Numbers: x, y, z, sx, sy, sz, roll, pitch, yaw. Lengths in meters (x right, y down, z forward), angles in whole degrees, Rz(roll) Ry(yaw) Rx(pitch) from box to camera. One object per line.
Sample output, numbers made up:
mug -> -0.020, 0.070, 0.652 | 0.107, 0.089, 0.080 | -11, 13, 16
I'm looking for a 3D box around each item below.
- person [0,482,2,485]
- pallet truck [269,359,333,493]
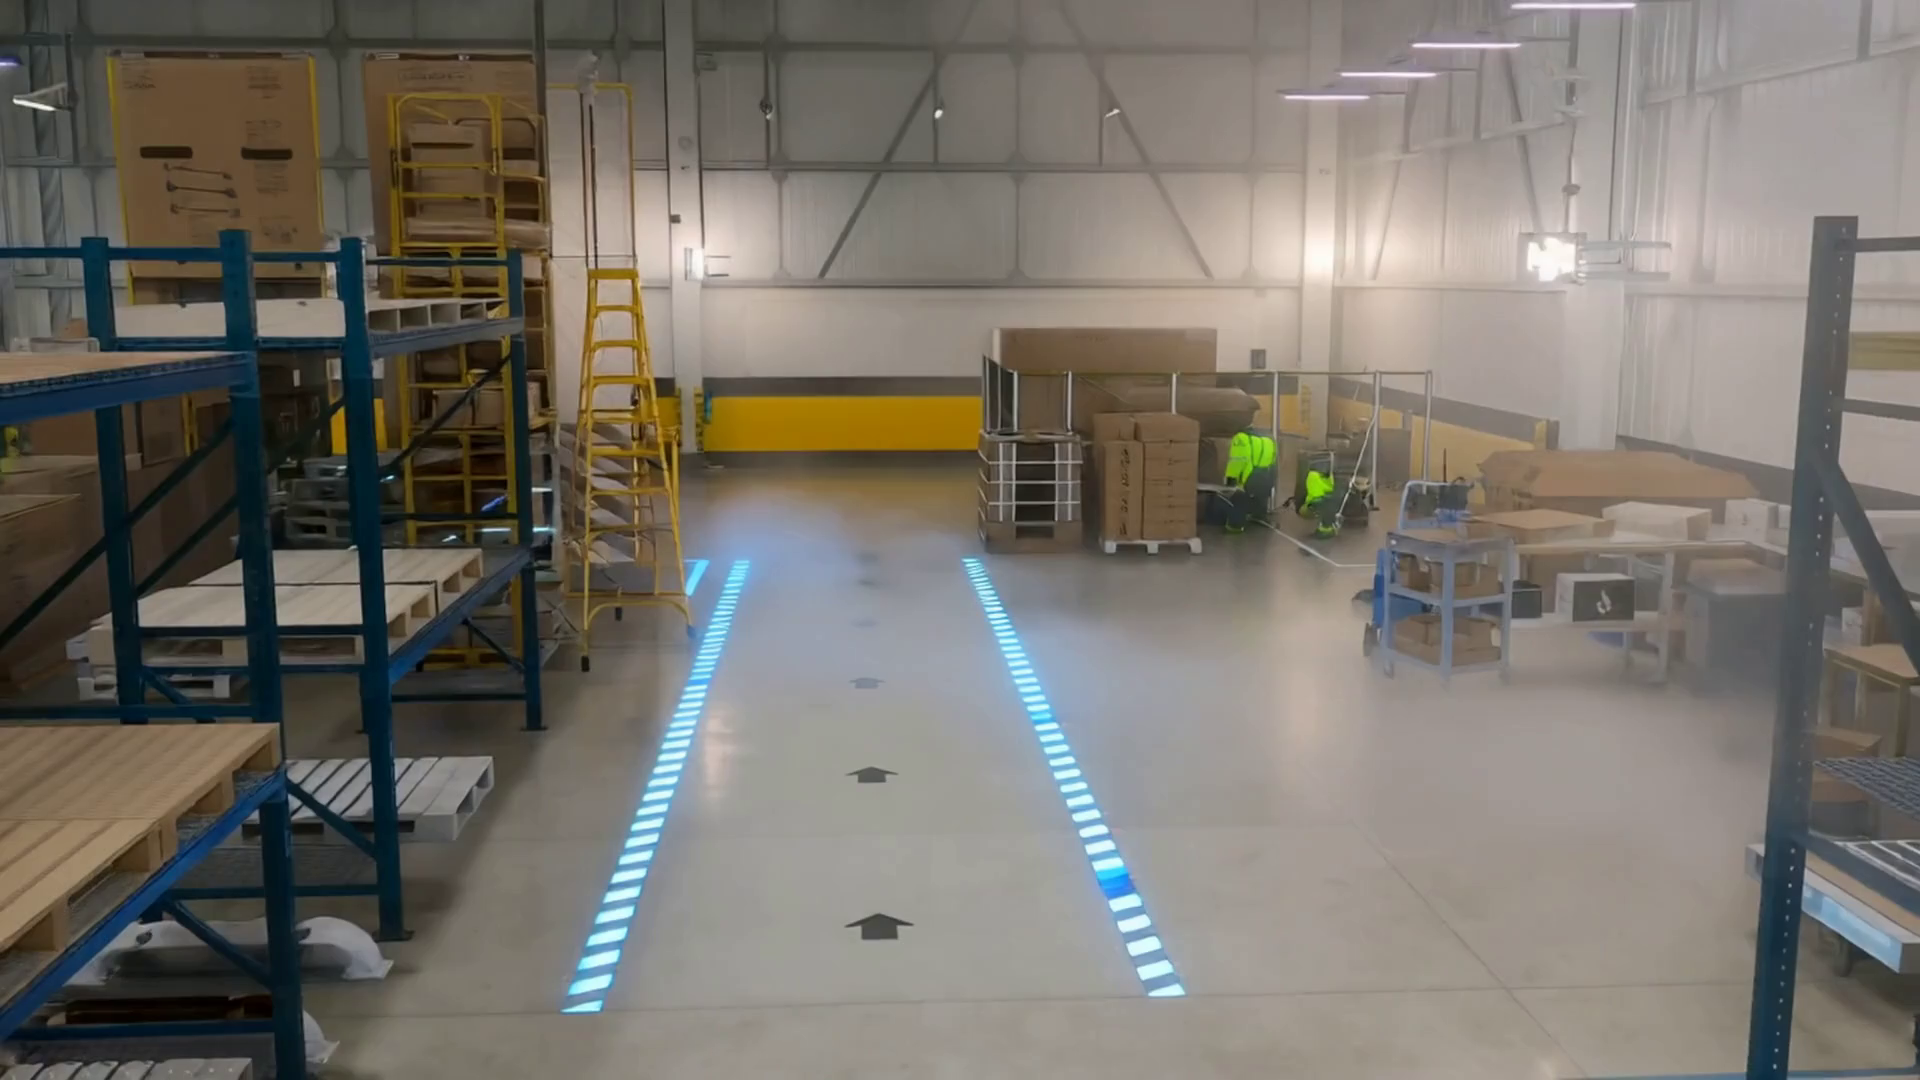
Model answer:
person -> -13.409, -1.672, 22.628 | 0.543, 1.928, 0.393 | 3, 9, 16
pallet truck -> -7.062, -1.131, 18.996 | 1.885, 1.965, 0.823 | 2, 9, 13
